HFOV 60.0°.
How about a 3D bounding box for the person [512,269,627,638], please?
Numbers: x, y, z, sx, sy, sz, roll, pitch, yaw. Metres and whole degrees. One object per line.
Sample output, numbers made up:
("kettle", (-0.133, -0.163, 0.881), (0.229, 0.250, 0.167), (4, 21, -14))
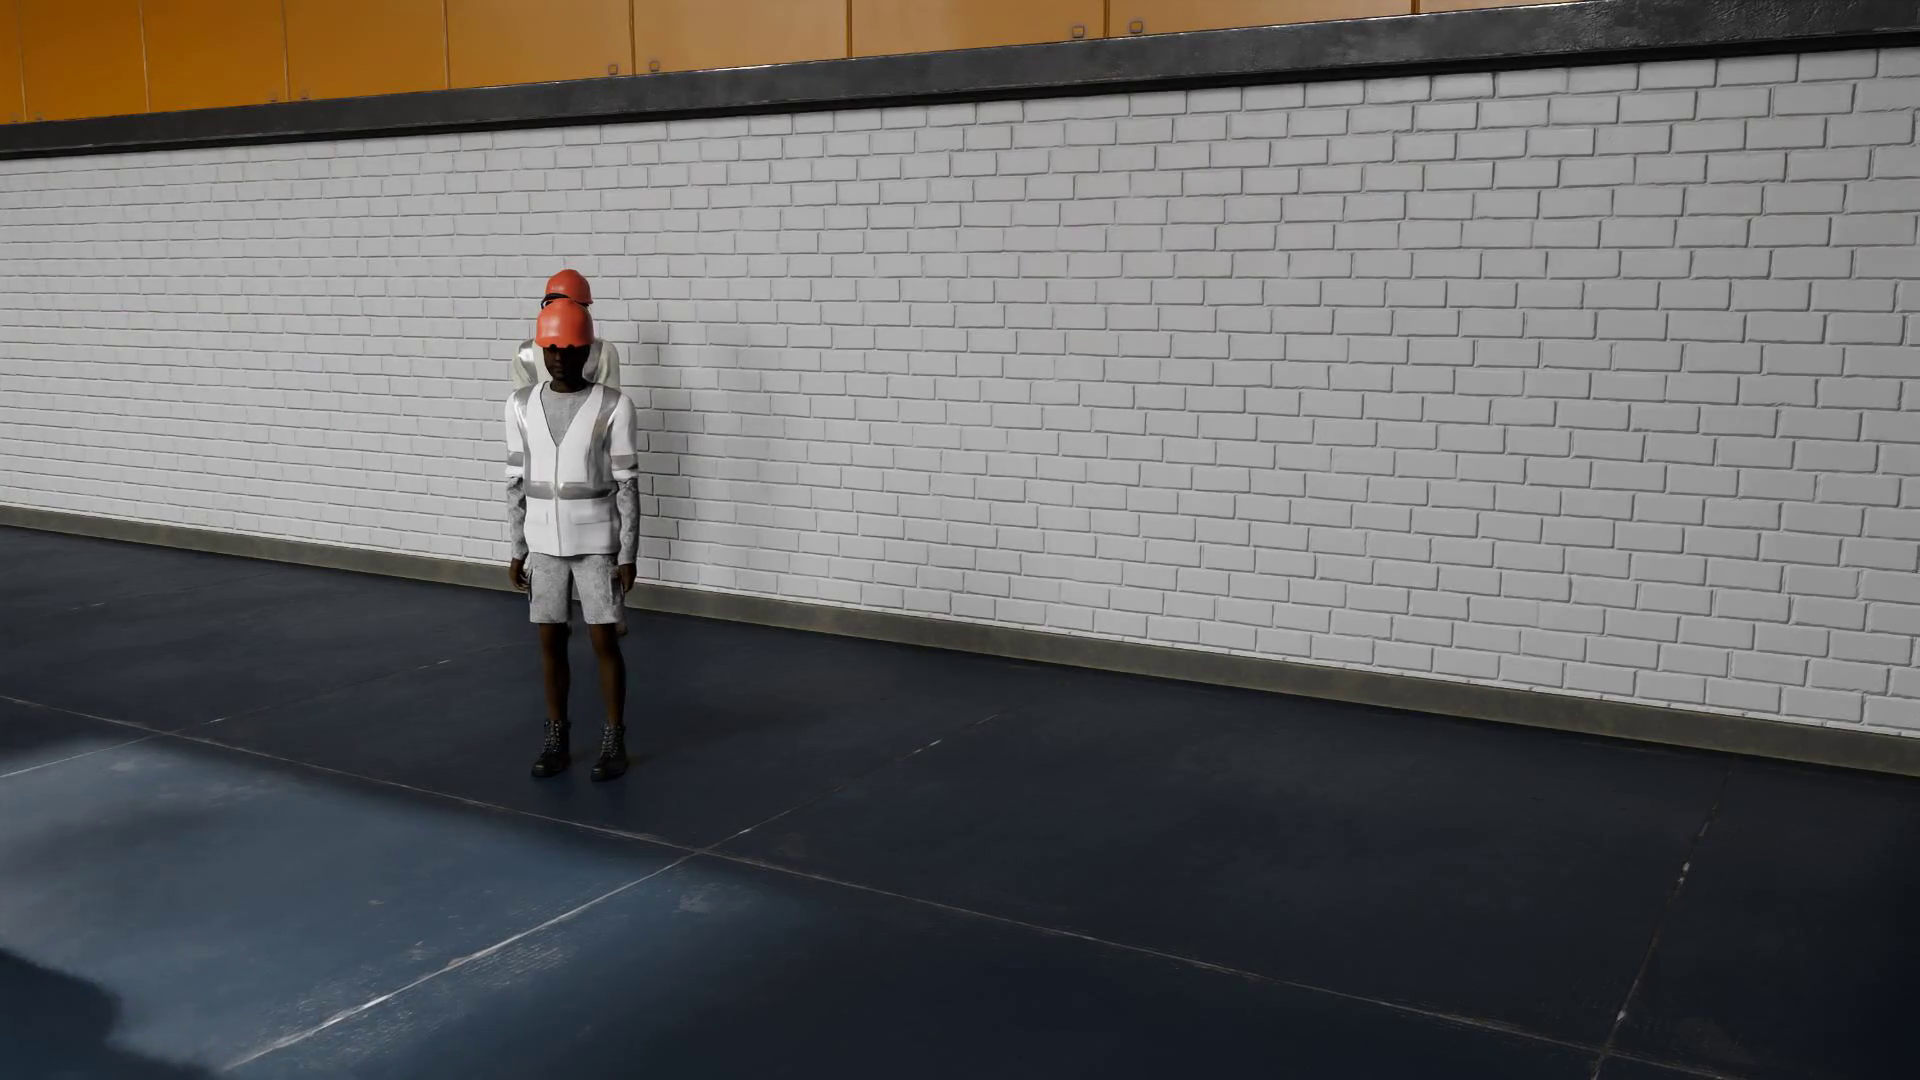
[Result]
("person", (-2.121, -0.450, 9.121), (0.605, 2.044, 0.374), (1, 9, 4))

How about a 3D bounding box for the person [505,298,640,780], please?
("person", (-1.543, 0.011, 6.615), (0.544, 1.931, 0.389), (1, 9, 9))
